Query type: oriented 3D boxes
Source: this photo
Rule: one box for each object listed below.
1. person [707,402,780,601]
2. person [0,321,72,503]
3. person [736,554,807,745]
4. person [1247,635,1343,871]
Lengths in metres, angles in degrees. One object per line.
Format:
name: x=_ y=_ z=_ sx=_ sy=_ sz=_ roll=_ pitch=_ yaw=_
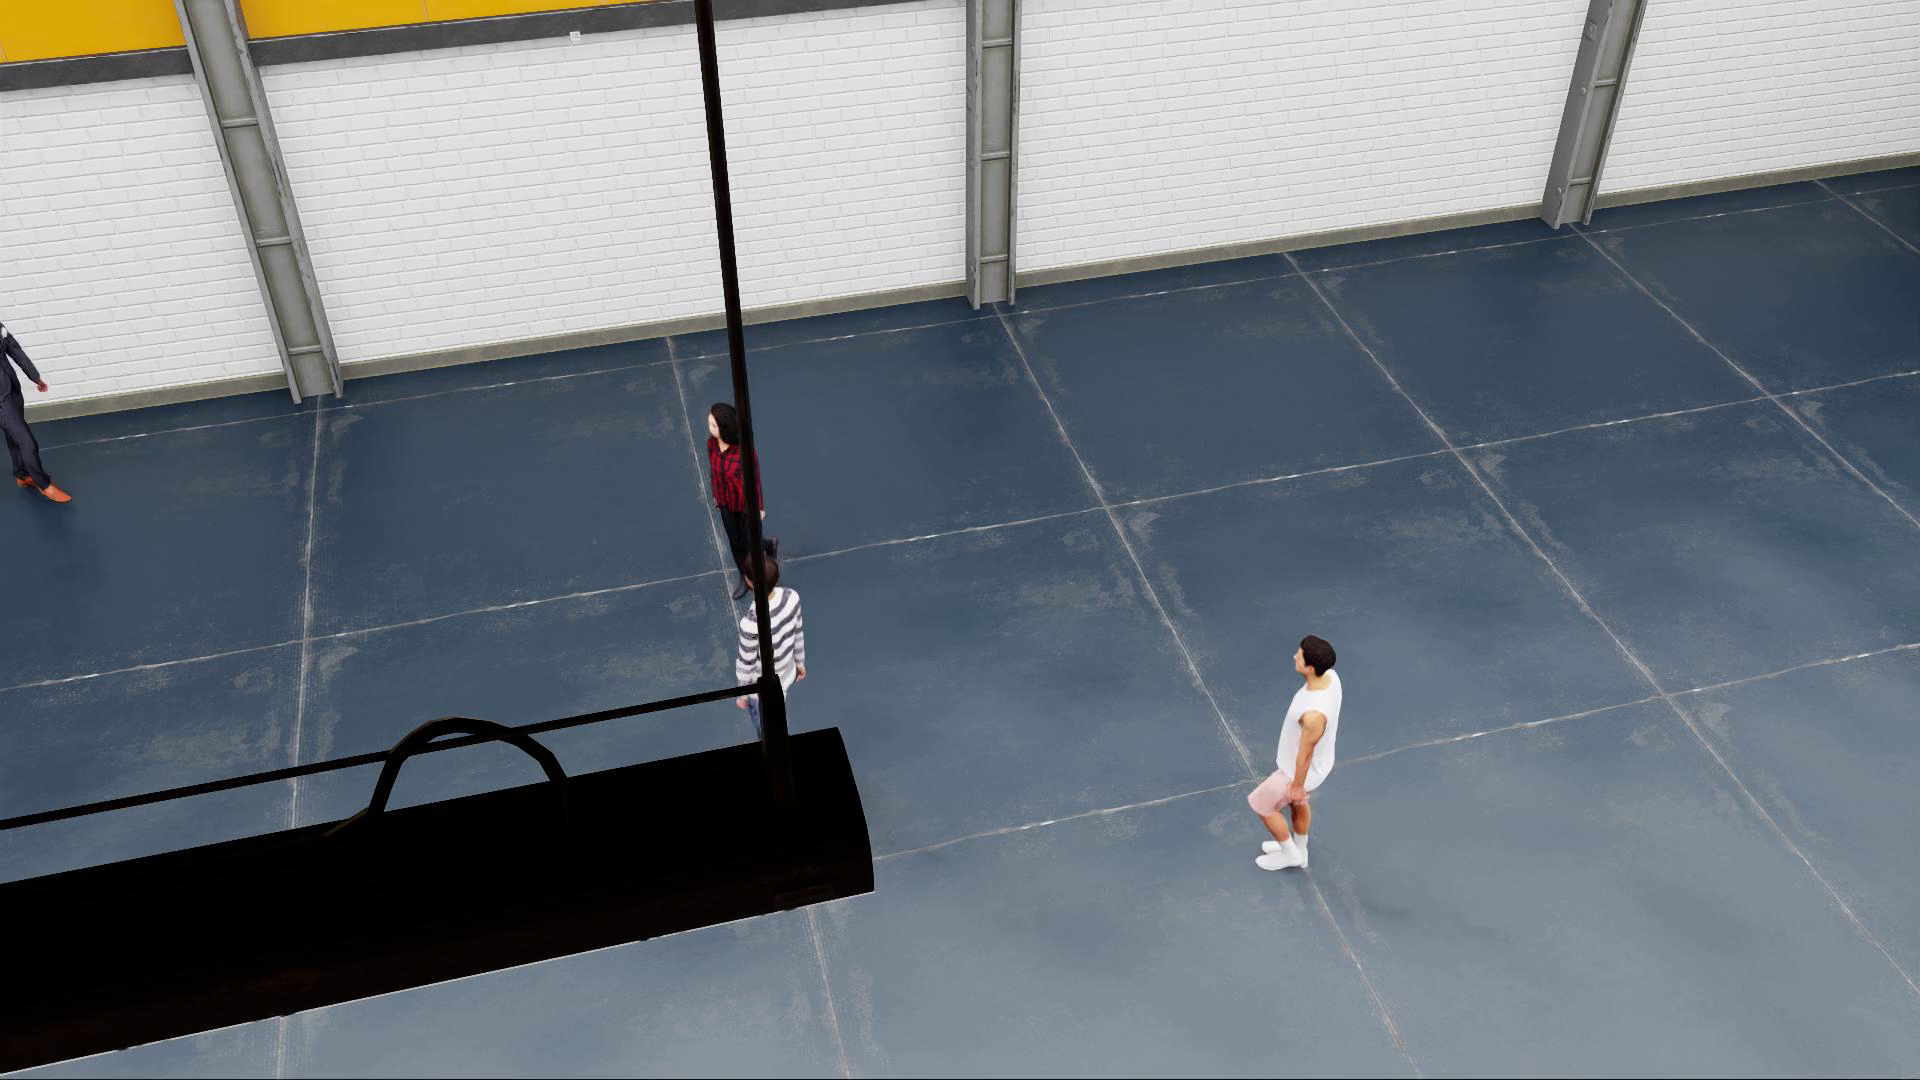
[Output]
person: x=-1.504 y=-0.310 z=11.758 sx=0.816 sy=1.646 sz=0.883 roll=19 pitch=42 yaw=22
person: x=-7.373 y=-1.102 z=12.622 sx=0.936 sy=1.804 sz=0.880 roll=5 pitch=39 yaw=7
person: x=-1.075 y=0.886 z=10.119 sx=1.166 sy=1.823 sz=1.111 roll=20 pitch=43 yaw=23
person: x=2.067 y=1.309 z=9.633 sx=0.857 sy=1.768 sz=0.809 roll=15 pitch=41 yaw=18
